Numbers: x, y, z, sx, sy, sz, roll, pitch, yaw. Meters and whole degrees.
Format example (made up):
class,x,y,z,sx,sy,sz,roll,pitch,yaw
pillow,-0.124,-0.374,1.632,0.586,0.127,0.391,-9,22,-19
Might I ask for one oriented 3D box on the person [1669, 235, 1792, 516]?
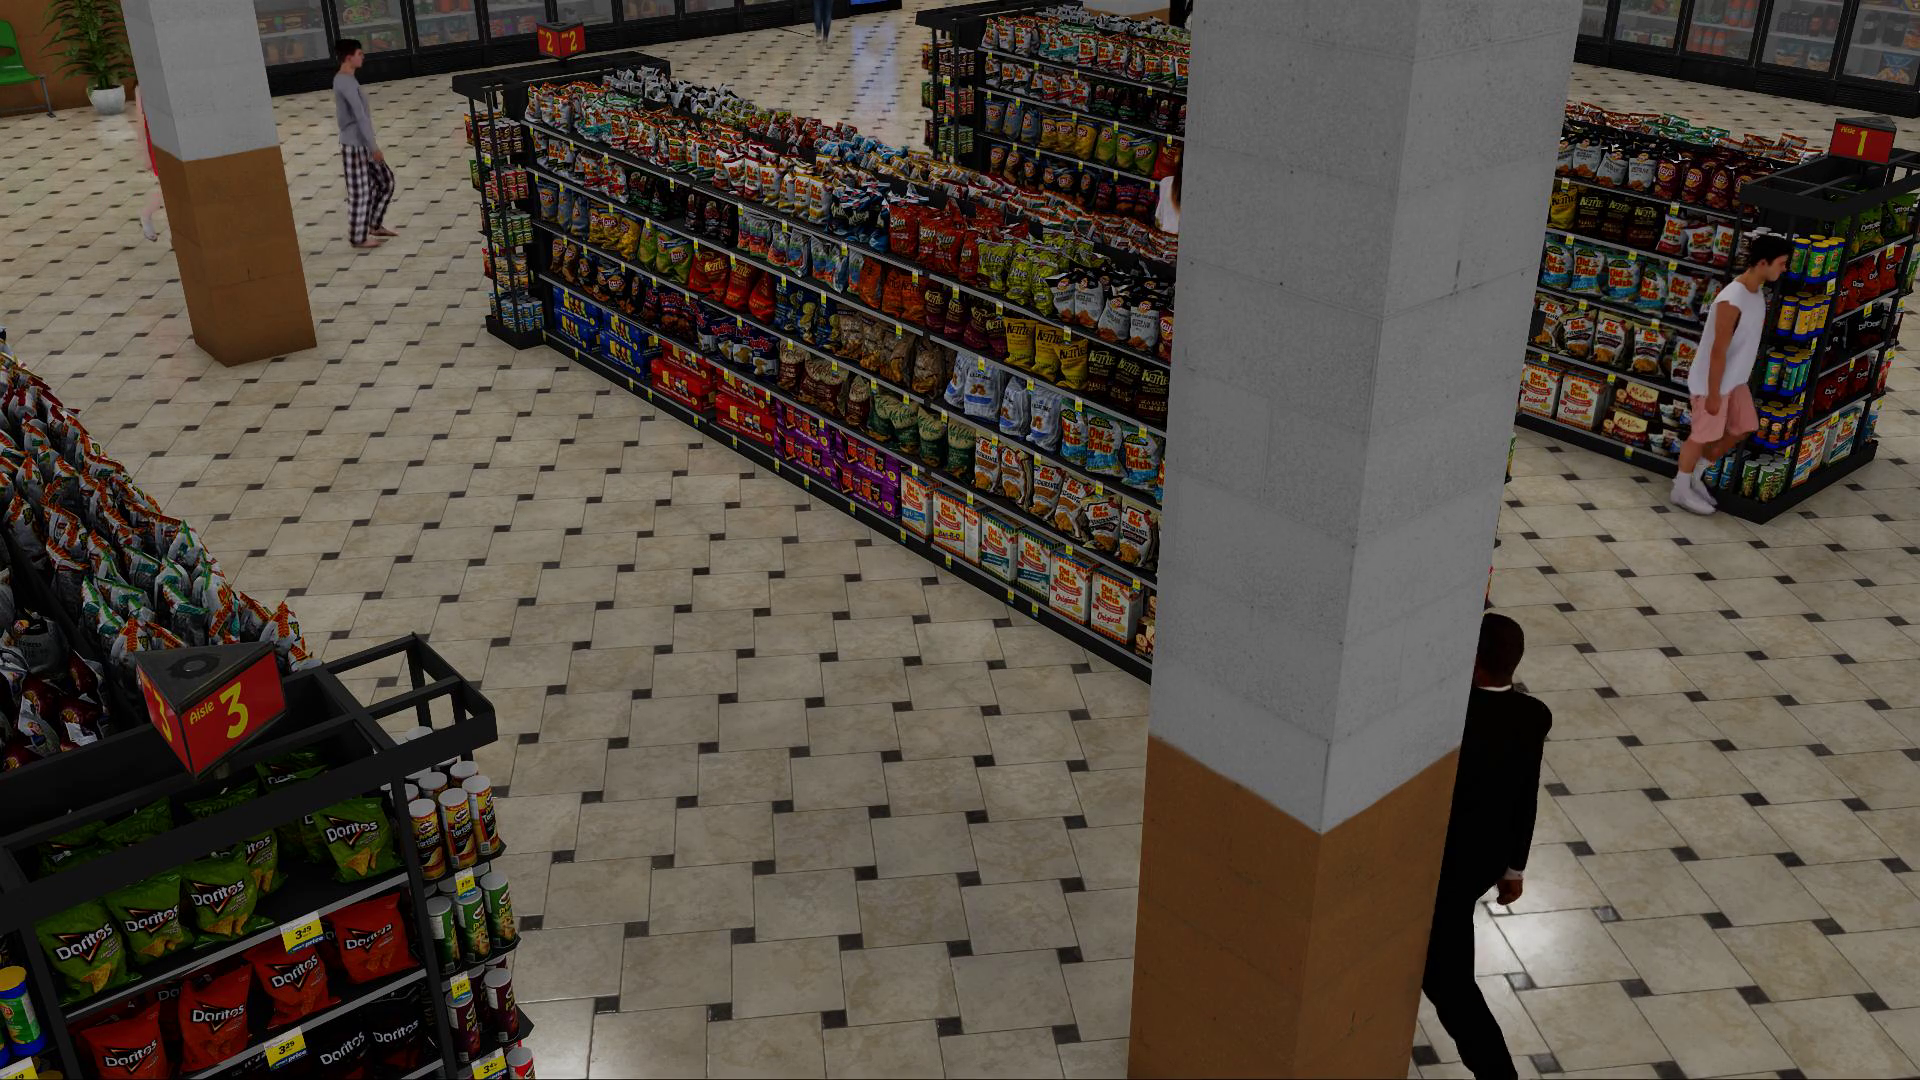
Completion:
class,x,y,z,sx,sy,sz,roll,pitch,yaw
person,4.469,-0.987,9.949,0.682,1.753,0.724,24,35,38

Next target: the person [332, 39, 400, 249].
class,x,y,z,sx,sy,sz,roll,pitch,yaw
person,-5.464,-3.503,14.820,0.834,1.836,0.773,-8,28,-16

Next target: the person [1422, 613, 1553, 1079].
class,x,y,z,sx,sy,sz,roll,pitch,yaw
person,1.721,1.156,5.593,0.740,1.871,1.278,-18,32,-32

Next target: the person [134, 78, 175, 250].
class,x,y,z,sx,sy,sz,roll,pitch,yaw
person,-7.152,-3.453,14.750,0.906,1.809,0.836,5,27,9
